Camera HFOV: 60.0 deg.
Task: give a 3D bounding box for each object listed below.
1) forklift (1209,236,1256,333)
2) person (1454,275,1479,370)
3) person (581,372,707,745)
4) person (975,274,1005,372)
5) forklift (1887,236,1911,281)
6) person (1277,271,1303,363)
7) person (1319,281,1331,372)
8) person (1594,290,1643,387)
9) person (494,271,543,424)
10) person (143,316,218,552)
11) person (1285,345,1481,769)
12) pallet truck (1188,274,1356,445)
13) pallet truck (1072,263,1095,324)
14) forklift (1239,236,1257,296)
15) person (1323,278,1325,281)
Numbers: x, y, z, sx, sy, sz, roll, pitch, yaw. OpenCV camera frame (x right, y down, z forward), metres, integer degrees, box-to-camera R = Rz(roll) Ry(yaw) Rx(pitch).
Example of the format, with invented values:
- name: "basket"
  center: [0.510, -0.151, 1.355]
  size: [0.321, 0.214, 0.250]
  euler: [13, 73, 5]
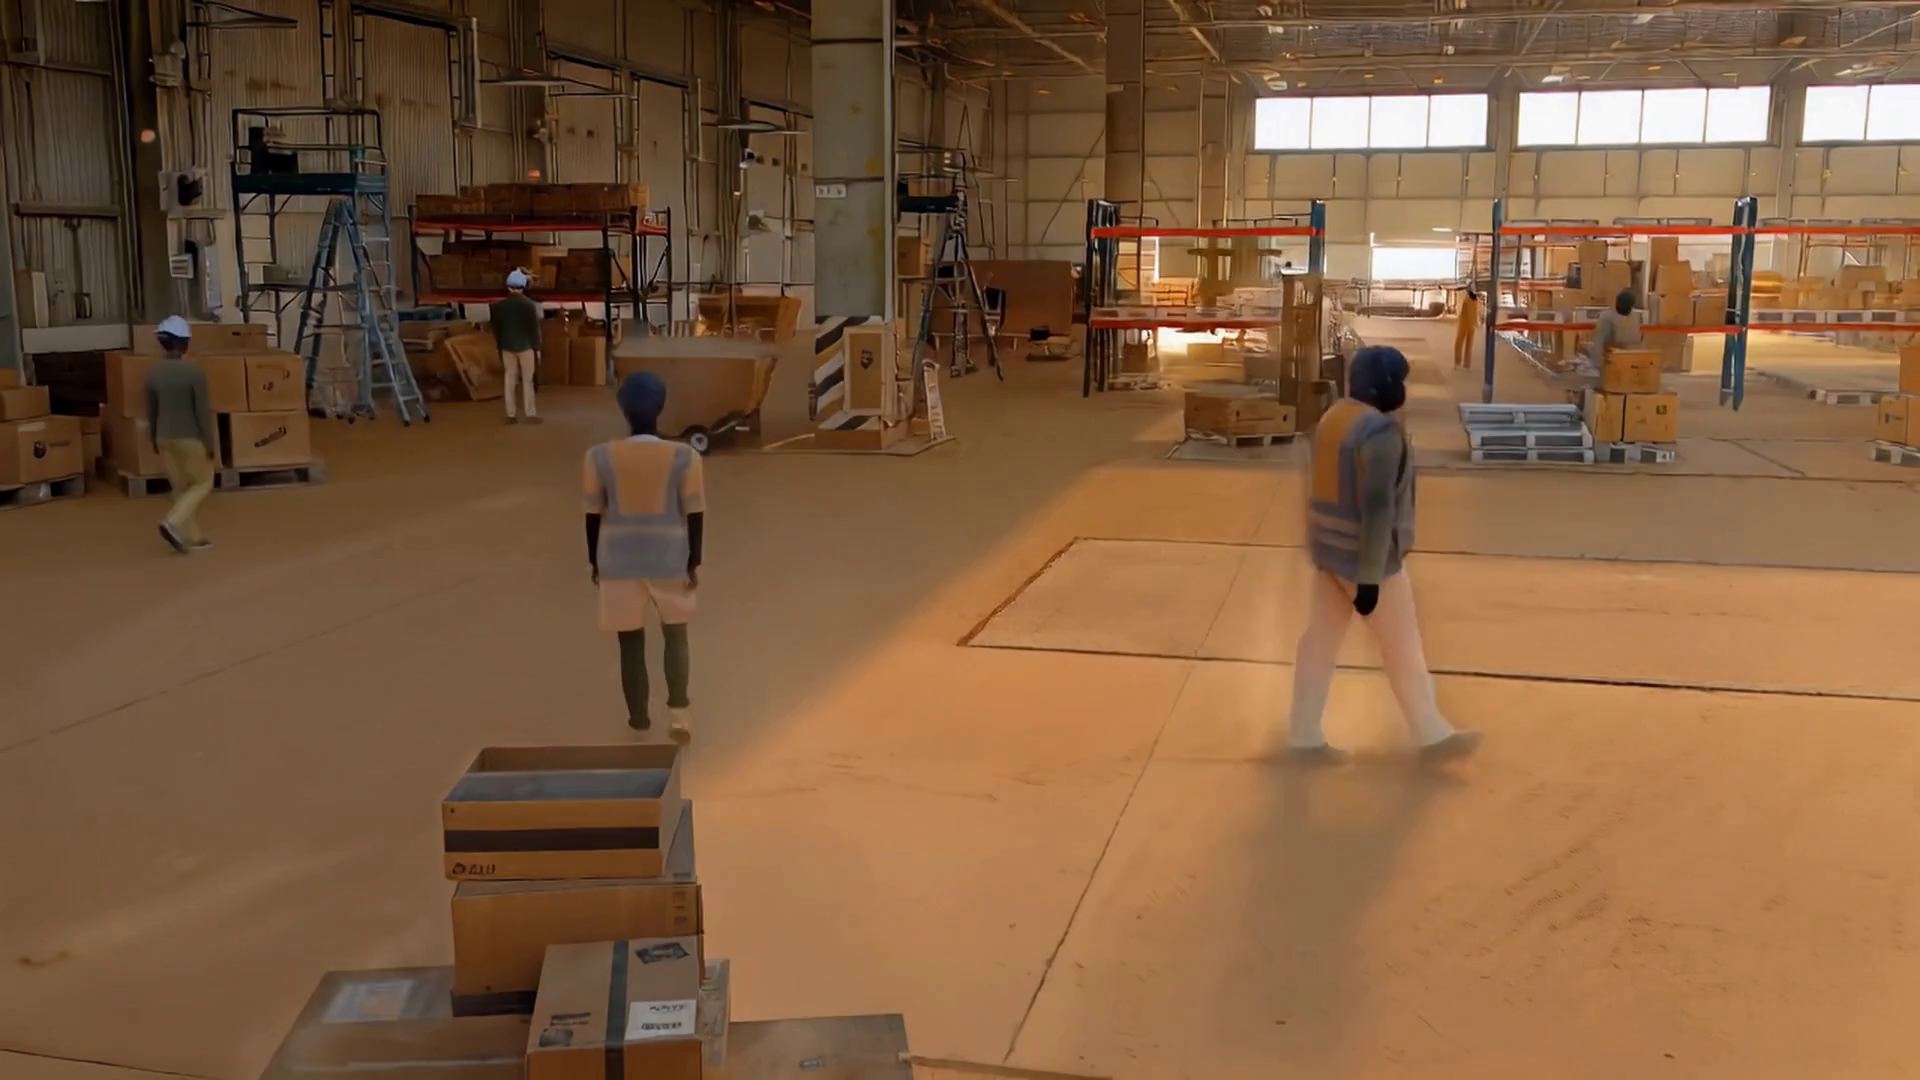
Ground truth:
- name: "forklift"
  center: [7.492, -7.258, 47.139]
  size: [1.873, 2.768, 1.129]
  euler: [-9, 13, -44]
- name: "person"
  center: [9.888, -4.240, 32.410]
  size: [0.516, 1.843, 0.327]
  euler: [-4, 10, -23]
- name: "person"
  center: [-1.378, 0.106, 7.288]
  size: [0.540, 1.680, 0.437]
  euler: [-2, 10, -11]
- name: "person"
  center: [0.522, -4.139, 31.761]
  size: [0.595, 1.861, 0.725]
  euler: [-5, 11, -27]
- name: "forklift"
  center: [29.294, -8.091, 52.040]
  size: [1.873, 2.768, 1.129]
  euler: [2, 10, 14]
- name: "person"
  center: [6.724, -4.523, 33.921]
  size: [0.630, 1.916, 0.772]
  euler: [8, 13, 41]
- name: "person"
  center: [6.877, -4.071, 31.741]
  size: [0.488, 1.736, 0.333]
  euler: [-4, 10, -21]
- name: "person"
  center: [8.181, -2.226, 20.777]
  size: [0.631, 1.787, 1.019]
  euler: [-1, 10, -7]
- name: "person"
  center: [-5.786, -2.518, 21.833]
  size: [0.625, 1.992, 0.388]
  euler: [2, 10, 12]
- name: "person"
  center: [-5.710, -0.755, 12.138]
  size: [0.541, 1.750, 0.550]
  euler: [2, 10, 13]
- name: "person"
  center: [1.810, 0.086, 7.036]
  size: [0.902, 1.803, 0.642]
  euler: [-3, 10, -15]
- name: "pallet truck"
  center: [3.653, -2.138, 19.590]
  size: [1.885, 1.965, 0.823]
  euler: [-4, 10, -20]
- name: "pallet truck"
  center: [4.325, -8.180, 55.162]
  size: [0.823, 1.965, 1.885]
  euler: [6, 11, 31]
- name: "forklift"
  center: [8.697, -7.882, 50.812]
  size: [1.873, 2.768, 1.129]
  euler: [-2, 10, -14]
- name: "person"
  center: [10.335, -7.028, 48.572]
  size: [0.627, 1.934, 0.372]
  euler: [0, 10, 0]
